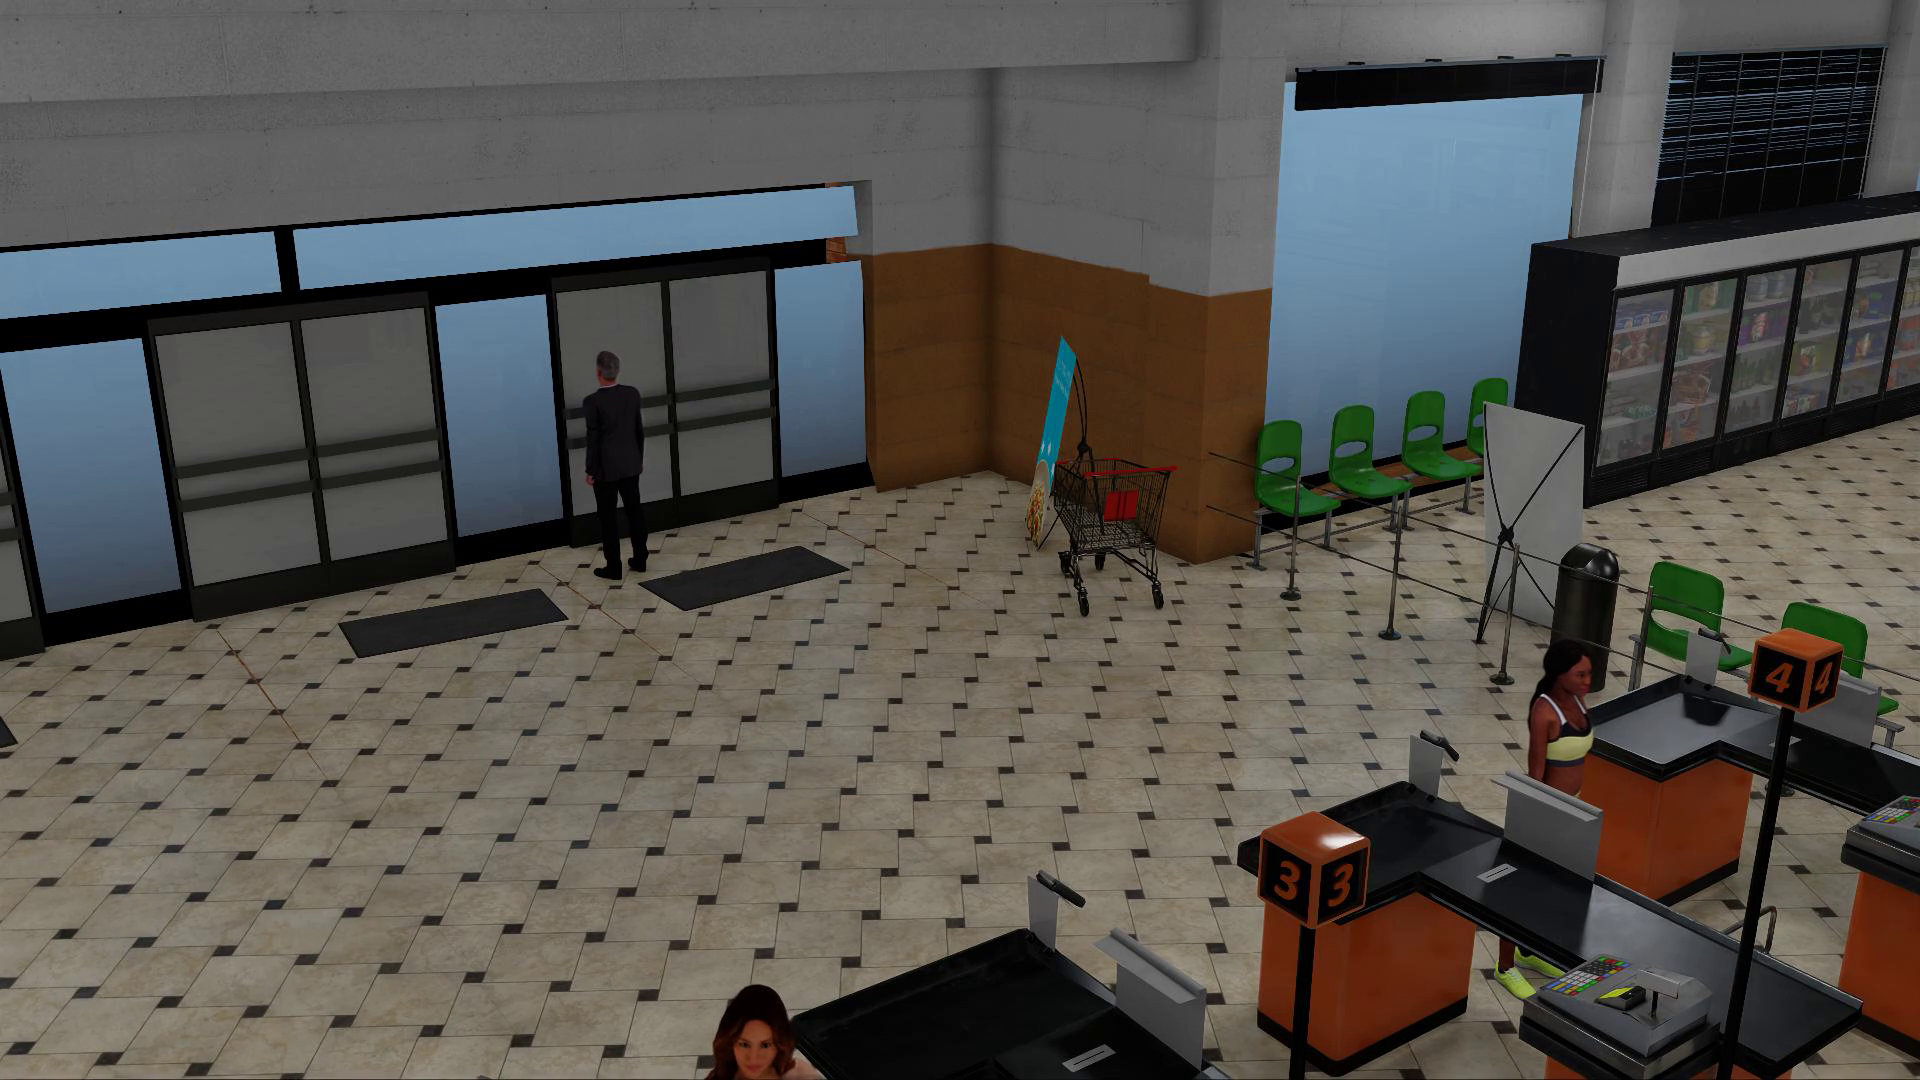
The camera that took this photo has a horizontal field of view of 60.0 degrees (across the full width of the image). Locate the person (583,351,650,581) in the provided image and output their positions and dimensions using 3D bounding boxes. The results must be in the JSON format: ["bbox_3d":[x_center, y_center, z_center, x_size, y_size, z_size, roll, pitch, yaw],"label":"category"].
[{"bbox_3d":[-2.755,-0.604,13.254,0.656,1.840,0.761,17,25,40],"label":"person"}]

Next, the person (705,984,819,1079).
[{"bbox_3d":[-0.622,2.154,5.152,0.603,1.791,0.539,-10,21,-28],"label":"person"}]

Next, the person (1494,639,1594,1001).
[{"bbox_3d":[2.735,1.283,7.791,0.571,1.755,0.535,-15,24,-38],"label":"person"}]
